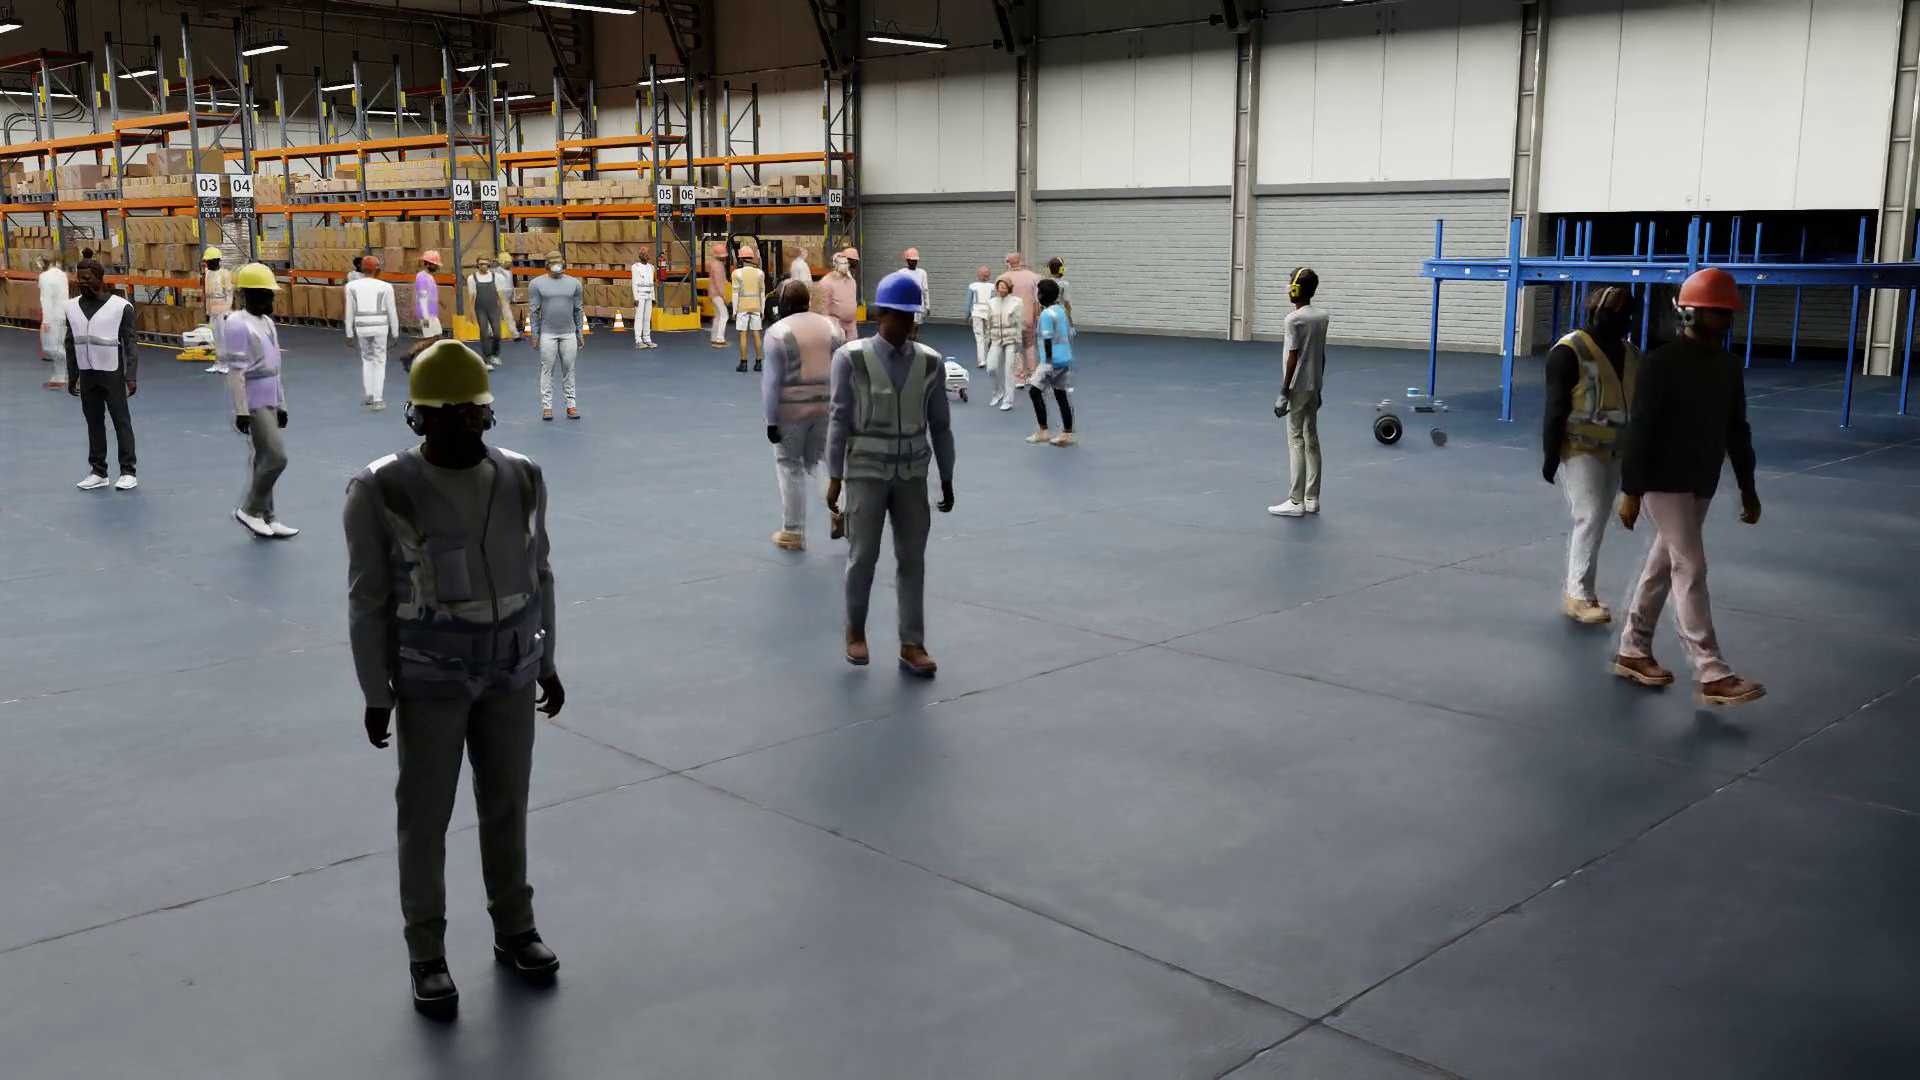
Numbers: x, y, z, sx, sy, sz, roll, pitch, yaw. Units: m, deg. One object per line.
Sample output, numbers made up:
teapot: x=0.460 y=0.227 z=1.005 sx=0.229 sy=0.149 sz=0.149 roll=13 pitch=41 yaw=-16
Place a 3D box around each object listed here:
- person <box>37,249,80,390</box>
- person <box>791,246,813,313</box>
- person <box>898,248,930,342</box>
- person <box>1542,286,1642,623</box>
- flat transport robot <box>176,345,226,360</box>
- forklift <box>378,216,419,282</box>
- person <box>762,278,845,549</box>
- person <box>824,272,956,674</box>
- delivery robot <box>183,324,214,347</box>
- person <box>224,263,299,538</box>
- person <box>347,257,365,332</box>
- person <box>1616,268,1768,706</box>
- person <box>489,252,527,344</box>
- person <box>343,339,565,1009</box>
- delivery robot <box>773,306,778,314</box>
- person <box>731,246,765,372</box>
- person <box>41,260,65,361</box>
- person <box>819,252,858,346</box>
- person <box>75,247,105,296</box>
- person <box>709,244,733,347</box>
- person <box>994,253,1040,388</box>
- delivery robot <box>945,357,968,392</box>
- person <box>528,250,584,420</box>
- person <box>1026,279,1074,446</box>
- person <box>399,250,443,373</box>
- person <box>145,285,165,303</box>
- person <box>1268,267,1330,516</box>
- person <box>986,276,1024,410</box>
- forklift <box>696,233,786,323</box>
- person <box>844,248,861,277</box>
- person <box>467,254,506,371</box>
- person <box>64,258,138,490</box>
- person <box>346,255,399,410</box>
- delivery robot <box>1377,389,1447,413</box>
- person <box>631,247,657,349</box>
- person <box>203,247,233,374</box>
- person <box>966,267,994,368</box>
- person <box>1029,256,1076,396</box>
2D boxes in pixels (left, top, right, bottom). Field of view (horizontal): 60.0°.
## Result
person: x=-12.368 y=-3.026 z=22.847 sx=0.615 sy=1.927 sz=0.643 roll=-1 pitch=10 yaw=-8
person: x=-3.226 y=-4.984 z=33.601 sx=0.619 sy=1.892 sz=0.659 roll=-4 pitch=11 yaw=-21
person: x=-0.827 y=-4.023 z=28.369 sx=0.590 sy=1.900 sz=0.908 roll=-4 pitch=11 yaw=-23
person: x=3.552 y=-0.459 z=9.095 sx=0.661 sy=1.828 sz=0.617 roll=-6 pitch=12 yaw=-28
flat transport robot: x=-12.829 y=-3.261 z=28.756 sx=0.652 sy=0.197 sz=1.431 roll=2 pitch=11 yaw=9
forklift: x=-17.868 y=-9.201 z=54.028 sx=1.873 sy=2.768 sz=1.129 roll=-10 pitch=14 yaw=-44
person: x=-1.046 y=-0.843 z=11.213 sx=0.630 sy=1.823 sz=0.542 roll=-9 pitch=14 yaw=-41
person: x=-0.326 y=-0.320 z=8.054 sx=0.653 sy=1.936 sz=0.471 roll=-4 pitch=11 yaw=-23
delivery robot: x=-13.397 y=-3.575 z=29.440 sx=0.707 sy=0.478 sz=0.477 roll=4 pitch=11 yaw=24
person: x=-4.846 y=-0.957 z=11.574 sx=0.416 sy=1.915 sz=0.609 roll=0 pitch=10 yaw=-2
person: x=-12.700 y=-5.164 z=35.263 sx=0.866 sy=1.656 sz=0.538 roll=9 pitch=14 yaw=42
person: x=3.393 y=-0.234 z=7.521 sx=0.634 sy=1.948 sz=0.990 roll=-6 pitch=12 yaw=-29
person: x=-9.005 y=-4.778 z=32.829 sx=0.946 sy=1.776 sz=0.601 roll=3 pitch=11 yaw=16
person: x=-1.374 y=0.362 z=4.621 sx=0.600 sy=1.831 sz=0.404 roll=-9 pitch=14 yaw=-40
delivery robot: x=-4.125 y=-5.478 z=39.815 sx=0.707 sy=0.478 sz=0.477 roll=-2 pitch=10 yaw=-9
person: x=-3.324 y=-3.614 z=26.022 sx=0.551 sy=1.934 sz=0.363 roll=-6 pitch=12 yaw=-28
person: x=-15.290 y=-3.927 z=28.253 sx=0.553 sy=1.729 sz=0.824 roll=10 pitch=14 yaw=43
person: x=-1.603 y=-2.835 z=21.901 sx=0.564 sy=1.890 sz=0.649 roll=10 pitch=14 yaw=43
person: x=-17.010 y=-4.782 z=32.568 sx=0.519 sy=1.874 sz=0.331 roll=-9 pitch=13 yaw=-39
person: x=-4.531 y=-4.600 z=31.374 sx=0.502 sy=1.942 sz=0.650 roll=-1 pitch=10 yaw=-4
person: x=0.805 y=-3.051 z=23.168 sx=0.673 sy=1.857 sz=0.605 roll=-1 pitch=10 yaw=-3
delivery robot: x=-0.122 y=-2.123 z=21.520 sx=0.477 sy=0.478 sz=0.707 roll=-2 pitch=11 yaw=-12
person: x=-4.659 y=-2.374 z=19.251 sx=0.636 sy=1.939 sz=0.364 roll=-5 pitch=11 yaw=-24
person: x=0.880 y=-1.777 z=16.702 sx=0.574 sy=1.677 sz=0.562 roll=4 pitch=11 yaw=22
person: x=-7.982 y=-3.358 z=24.761 sx=0.654 sy=1.892 sz=0.563 roll=0 pitch=10 yaw=1
person: x=-19.670 y=-6.194 z=40.617 sx=0.295 sy=1.743 sz=0.493 roll=9 pitch=14 yaw=40
person: x=2.577 y=-1.126 z=12.632 sx=0.329 sy=1.873 sz=0.516 roll=10 pitch=14 yaw=44
person: x=0.537 y=-2.386 z=20.183 sx=0.515 sy=1.621 sz=0.372 roll=5 pitch=12 yaw=26
forklift: x=-5.496 y=-6.489 z=41.108 sx=2.313 sy=2.155 sz=1.214 roll=-10 pitch=14 yaw=-44
person: x=-1.846 y=-3.666 z=26.361 sx=0.568 sy=1.920 sz=0.578 roll=-1 pitch=10 yaw=-4
person: x=-7.401 y=-3.557 z=26.038 sx=0.567 sy=1.816 sz=0.496 roll=-4 pitch=11 yaw=-21
person: x=-7.184 y=-1.390 z=13.939 sx=0.600 sy=1.917 sz=0.377 roll=1 pitch=10 yaw=5
person: x=-7.169 y=-2.542 z=20.372 sx=0.603 sy=1.859 sz=0.625 roll=-1 pitch=10 yaw=-4
delivery robot: x=4.650 y=-1.442 z=17.098 sx=0.698 sy=0.223 sz=0.335 roll=2 pitch=11 yaw=12
person: x=-5.946 y=-4.564 z=31.337 sx=0.359 sy=1.886 sz=0.573 roll=6 pitch=12 yaw=30
person: x=-11.445 y=-3.544 z=25.658 sx=0.585 sy=1.930 sz=0.361 roll=7 pitch=12 yaw=32
person: x=0.367 y=-3.579 z=26.760 sx=0.524 sy=1.598 sz=0.852 roll=-1 pitch=10 yaw=-6
person: x=1.231 y=-2.844 z=22.102 sx=0.864 sy=1.838 sz=0.516 roll=-9 pitch=14 yaw=-40
